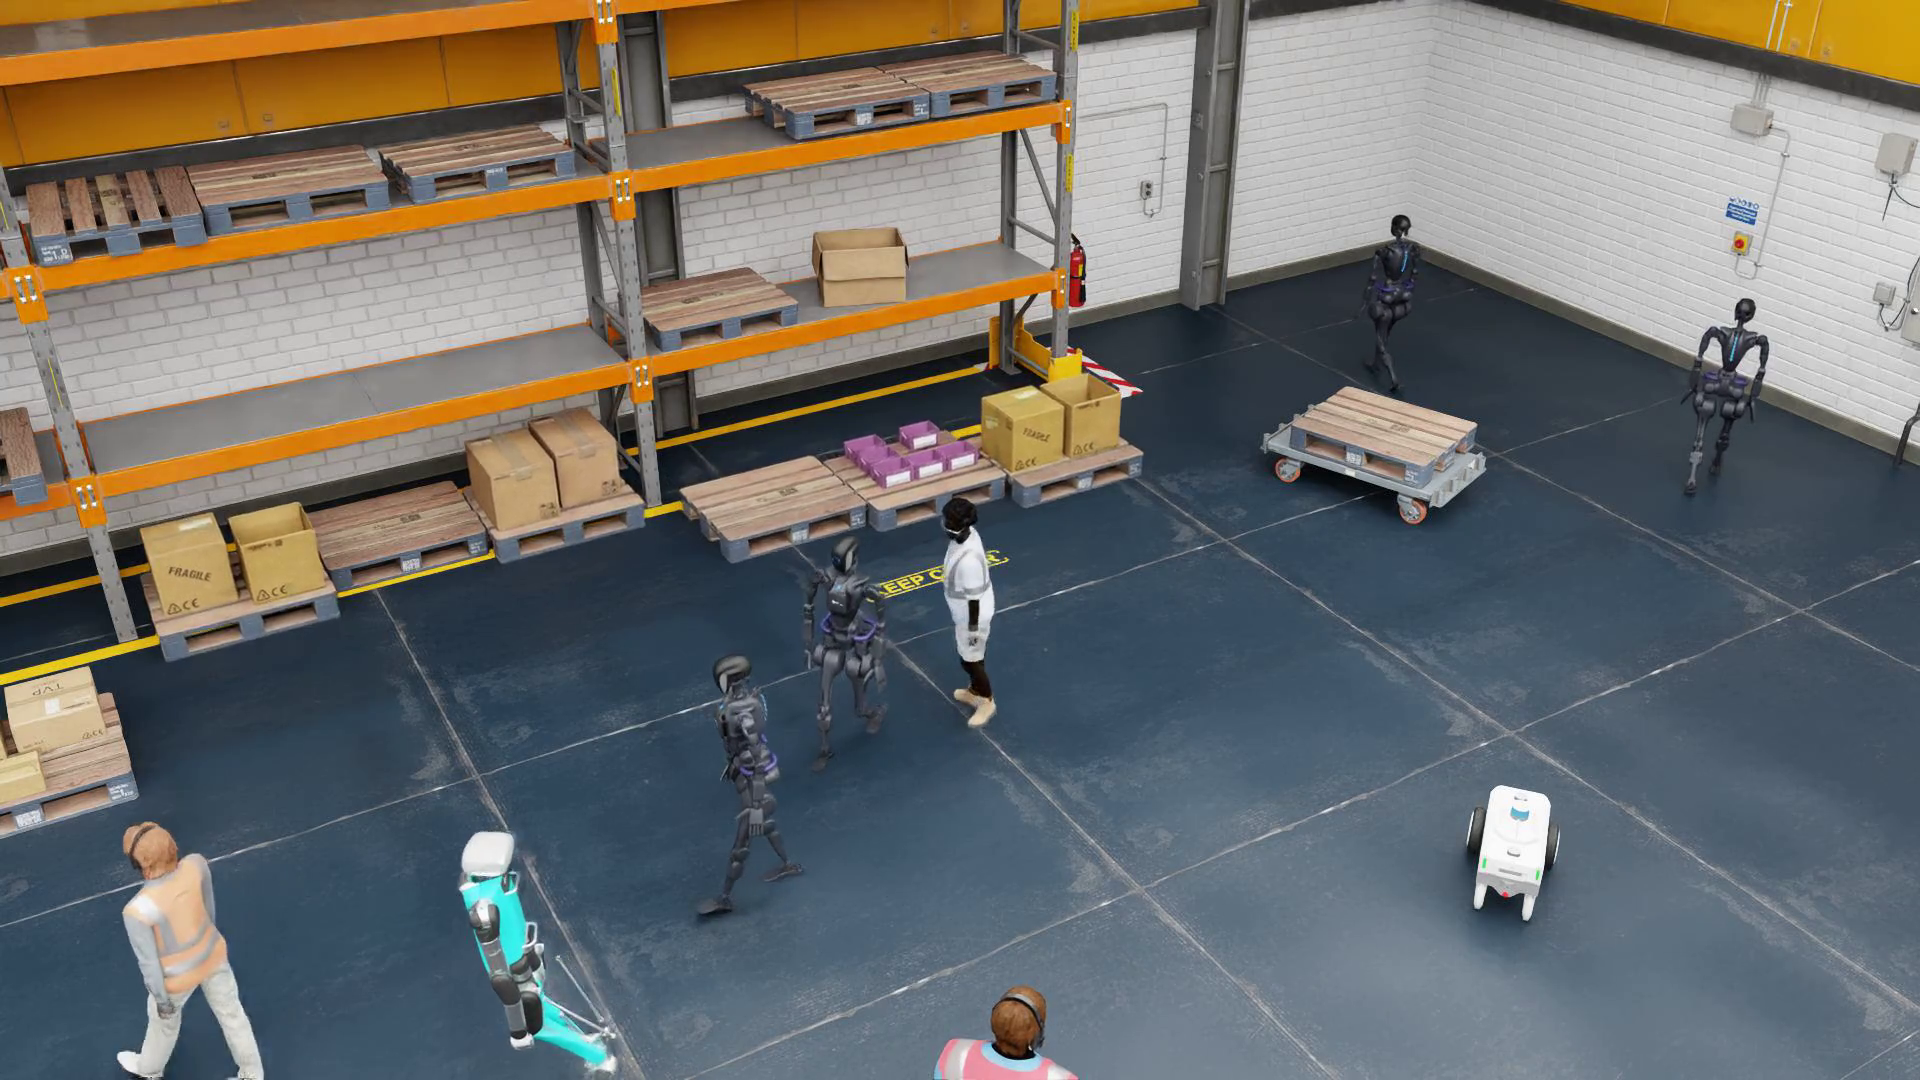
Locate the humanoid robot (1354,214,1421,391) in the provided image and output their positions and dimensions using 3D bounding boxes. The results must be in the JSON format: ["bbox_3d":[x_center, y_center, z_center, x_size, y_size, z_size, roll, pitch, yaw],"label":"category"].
[{"bbox_3d":[4.032,-2.219,15.538,0.598,1.655,0.769,-12,32,-20],"label":"humanoid robot"}]

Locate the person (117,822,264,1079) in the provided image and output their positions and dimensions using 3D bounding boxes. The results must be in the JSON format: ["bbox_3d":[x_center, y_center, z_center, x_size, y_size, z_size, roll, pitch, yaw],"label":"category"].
[{"bbox_3d":[-3.817,2.029,8.023,0.827,1.593,0.521,10,31,18],"label":"person"}]

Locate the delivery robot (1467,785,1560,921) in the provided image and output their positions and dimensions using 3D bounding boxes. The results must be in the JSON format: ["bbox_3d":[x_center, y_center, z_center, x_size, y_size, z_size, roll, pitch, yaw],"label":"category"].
[{"bbox_3d":[3.189,1.759,9.590,0.499,0.614,0.808,10,31,18],"label":"delivery robot"}]

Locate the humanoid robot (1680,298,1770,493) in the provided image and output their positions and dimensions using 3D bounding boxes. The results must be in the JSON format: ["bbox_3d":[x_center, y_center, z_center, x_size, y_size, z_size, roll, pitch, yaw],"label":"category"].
[{"bbox_3d":[6.297,-1.218,13.751,0.589,1.625,0.785,14,32,23],"label":"humanoid robot"}]

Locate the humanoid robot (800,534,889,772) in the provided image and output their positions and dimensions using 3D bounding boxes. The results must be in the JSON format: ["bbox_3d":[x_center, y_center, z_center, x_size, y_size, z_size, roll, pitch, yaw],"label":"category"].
[{"bbox_3d":[-0.701,0.659,10.414,0.608,1.647,0.668,11,31,19],"label":"humanoid robot"}]

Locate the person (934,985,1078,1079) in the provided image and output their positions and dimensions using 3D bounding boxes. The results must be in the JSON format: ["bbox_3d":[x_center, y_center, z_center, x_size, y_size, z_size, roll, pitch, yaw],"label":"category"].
[{"bbox_3d":[0.210,2.565,6.852,0.628,1.836,0.431,11,31,18],"label":"person"}]

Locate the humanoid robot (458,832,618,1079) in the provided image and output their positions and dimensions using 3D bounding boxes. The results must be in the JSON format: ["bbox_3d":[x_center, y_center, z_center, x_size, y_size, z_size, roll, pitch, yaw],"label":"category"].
[{"bbox_3d":[-1.861,2.147,7.791,0.722,1.910,0.544,-5,30,-9],"label":"humanoid robot"}]

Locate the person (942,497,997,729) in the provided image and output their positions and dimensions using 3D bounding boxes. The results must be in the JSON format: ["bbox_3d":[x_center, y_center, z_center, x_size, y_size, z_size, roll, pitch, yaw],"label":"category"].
[{"bbox_3d":[0.058,0.436,10.769,0.352,1.686,0.659,-1,29,-2],"label":"person"}]

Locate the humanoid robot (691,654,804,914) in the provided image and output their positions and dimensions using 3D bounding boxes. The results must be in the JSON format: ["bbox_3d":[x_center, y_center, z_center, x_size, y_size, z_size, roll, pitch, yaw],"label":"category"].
[{"bbox_3d":[-1.227,1.325,9.221,0.713,1.629,0.610,-12,32,-20],"label":"humanoid robot"}]
